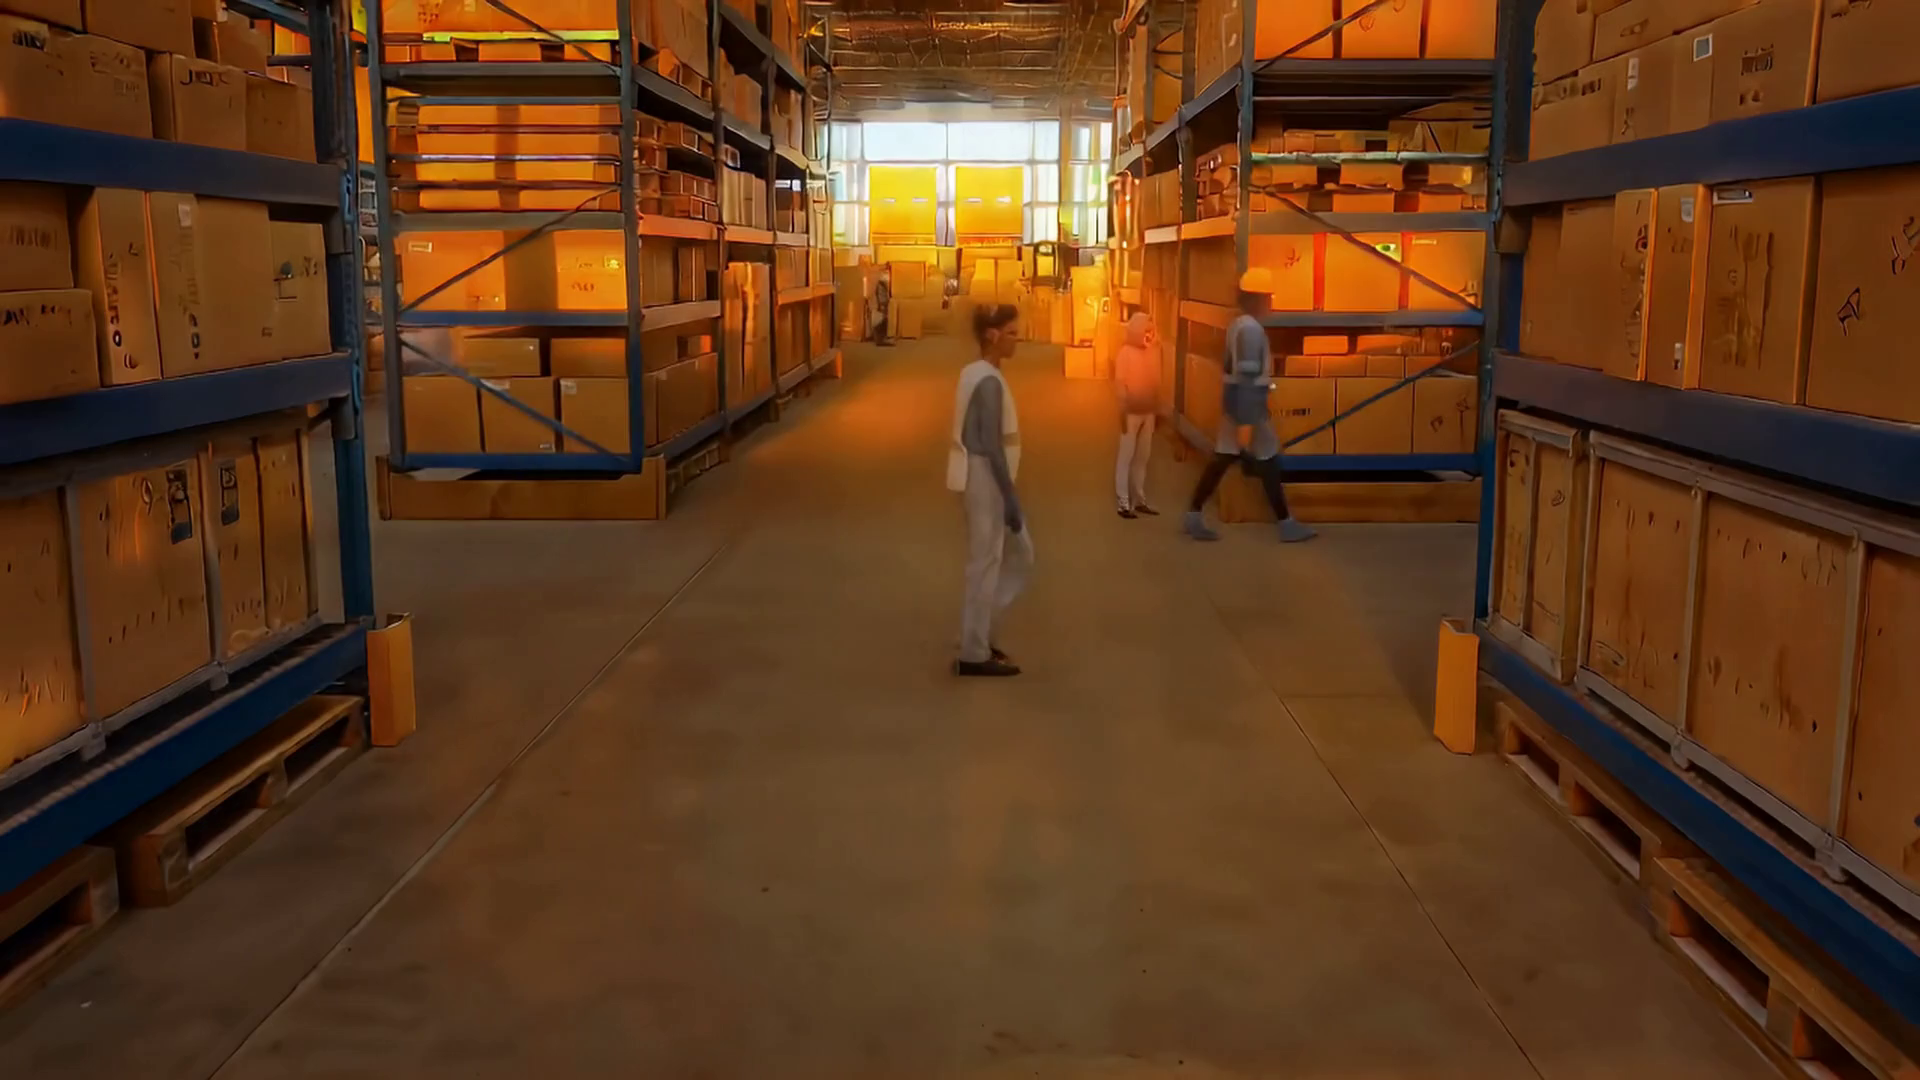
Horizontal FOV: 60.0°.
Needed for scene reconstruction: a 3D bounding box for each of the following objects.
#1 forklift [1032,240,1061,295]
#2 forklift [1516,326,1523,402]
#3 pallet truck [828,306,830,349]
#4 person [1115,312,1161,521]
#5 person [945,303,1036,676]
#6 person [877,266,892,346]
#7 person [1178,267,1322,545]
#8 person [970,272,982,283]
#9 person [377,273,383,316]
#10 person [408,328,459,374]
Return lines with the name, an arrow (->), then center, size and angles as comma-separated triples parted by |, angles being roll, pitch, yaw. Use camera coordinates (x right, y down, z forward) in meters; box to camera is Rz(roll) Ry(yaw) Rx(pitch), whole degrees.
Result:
forklift -> 3.172, -9.648, 61.356 | 1.129, 2.768, 1.873 | 0, 9, 1
forklift -> 7.574, -3.354, 23.651 | 1.873, 2.768, 1.129 | 0, 9, 1
pallet truck -> -3.100, -3.940, 29.800 | 1.885, 1.965, 0.823 | 3, 10, 19
person -> 1.408, -0.974, 13.121 | 0.286, 1.633, 0.500 | 8, 13, 41
person -> 0.157, -0.228, 8.060 | 0.454, 1.829, 0.581 | 0, 9, 3
person -> -1.836, -5.695, 40.495 | 0.373, 1.935, 0.551 | -1, 10, -5
person -> 2.054, -0.941, 11.880 | 1.032, 1.994, 0.623 | -1, 9, -3
person -> 0.723, -9.613, 64.028 | 0.641, 1.918, 0.771 | 6, 11, 34
person -> -21.965, -9.431, 63.408 | 0.321, 1.761, 0.522 | 7, 12, 36
person -> -6.064, -2.148, 19.412 | 0.680, 1.872, 0.863 | 2, 10, 12
